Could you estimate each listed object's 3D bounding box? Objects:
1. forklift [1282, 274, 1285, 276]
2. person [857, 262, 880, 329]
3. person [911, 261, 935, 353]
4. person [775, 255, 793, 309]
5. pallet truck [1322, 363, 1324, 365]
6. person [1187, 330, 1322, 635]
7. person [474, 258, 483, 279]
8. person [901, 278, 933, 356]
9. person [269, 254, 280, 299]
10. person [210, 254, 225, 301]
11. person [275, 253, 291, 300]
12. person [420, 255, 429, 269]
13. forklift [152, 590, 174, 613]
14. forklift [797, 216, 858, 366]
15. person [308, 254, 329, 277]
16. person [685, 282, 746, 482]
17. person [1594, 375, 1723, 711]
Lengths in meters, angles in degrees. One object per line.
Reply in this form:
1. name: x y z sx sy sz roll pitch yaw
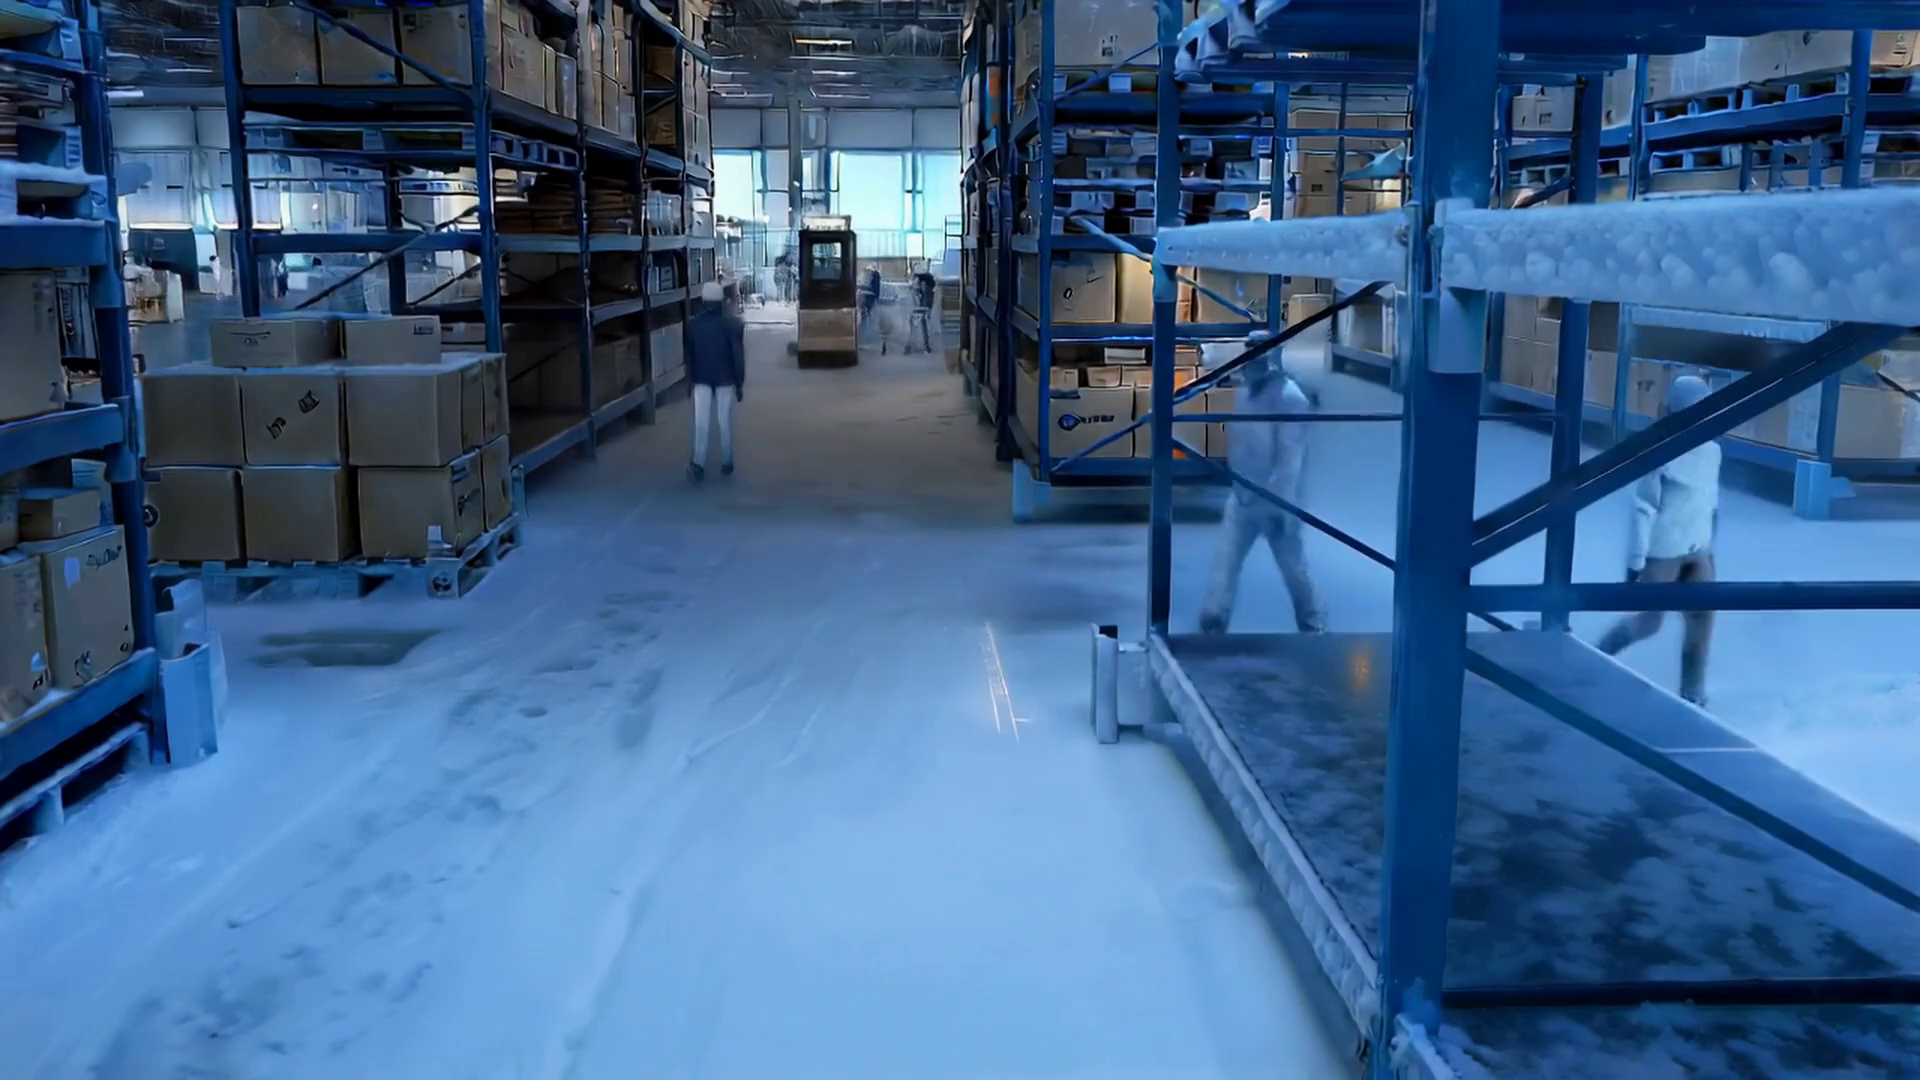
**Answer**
1. forklift: 12.242 -10.301 62.508 1.129 2.768 1.873 0 10 -2
2. person: -2.417 -6.553 44.662 0.634 1.804 0.916 6 12 32
3. person: -0.803 -4.917 35.136 0.372 1.940 0.632 8 13 36
4. person: -6.123 -8.948 57.792 0.598 1.872 1.006 1 10 6
5. pallet truck: 7.712 -4.157 30.737 1.885 1.965 0.823 3 11 16
6. person: 1.669 -0.245 9.337 0.989 1.851 0.669 -5 11 -25
7. person: -16.797 -9.122 58.626 0.582 1.919 0.388 -6 12 -30
8. person: -0.902 -4.610 34.351 0.544 1.597 0.862 -9 13 -40
9. person: -27.804 -10.702 67.636 0.430 1.845 0.619 -1 10 -3
10. person: -29.496 -10.404 65.939 0.426 1.853 0.556 3 11 16
11. person: -27.364 -10.667 67.294 0.601 1.897 0.736 5 12 28
12. person: -17.822 -8.528 55.402 0.362 1.886 0.575 -3 10 -14
13. forklift: -5.858 -0.811 9.639 1.873 2.768 1.129 -1 10 -3
14. forklift: -2.518 -4.738 31.513 1.129 2.768 1.873 0 10 -2
15. person: -20.450 -8.139 53.085 0.627 1.941 0.373 -4 11 -20
16. person: -2.432 -1.551 16.367 0.647 1.939 1.022 1 10 5
17. person: 3.409 0.038 8.121 0.545 1.730 0.751 -4 11 -23
